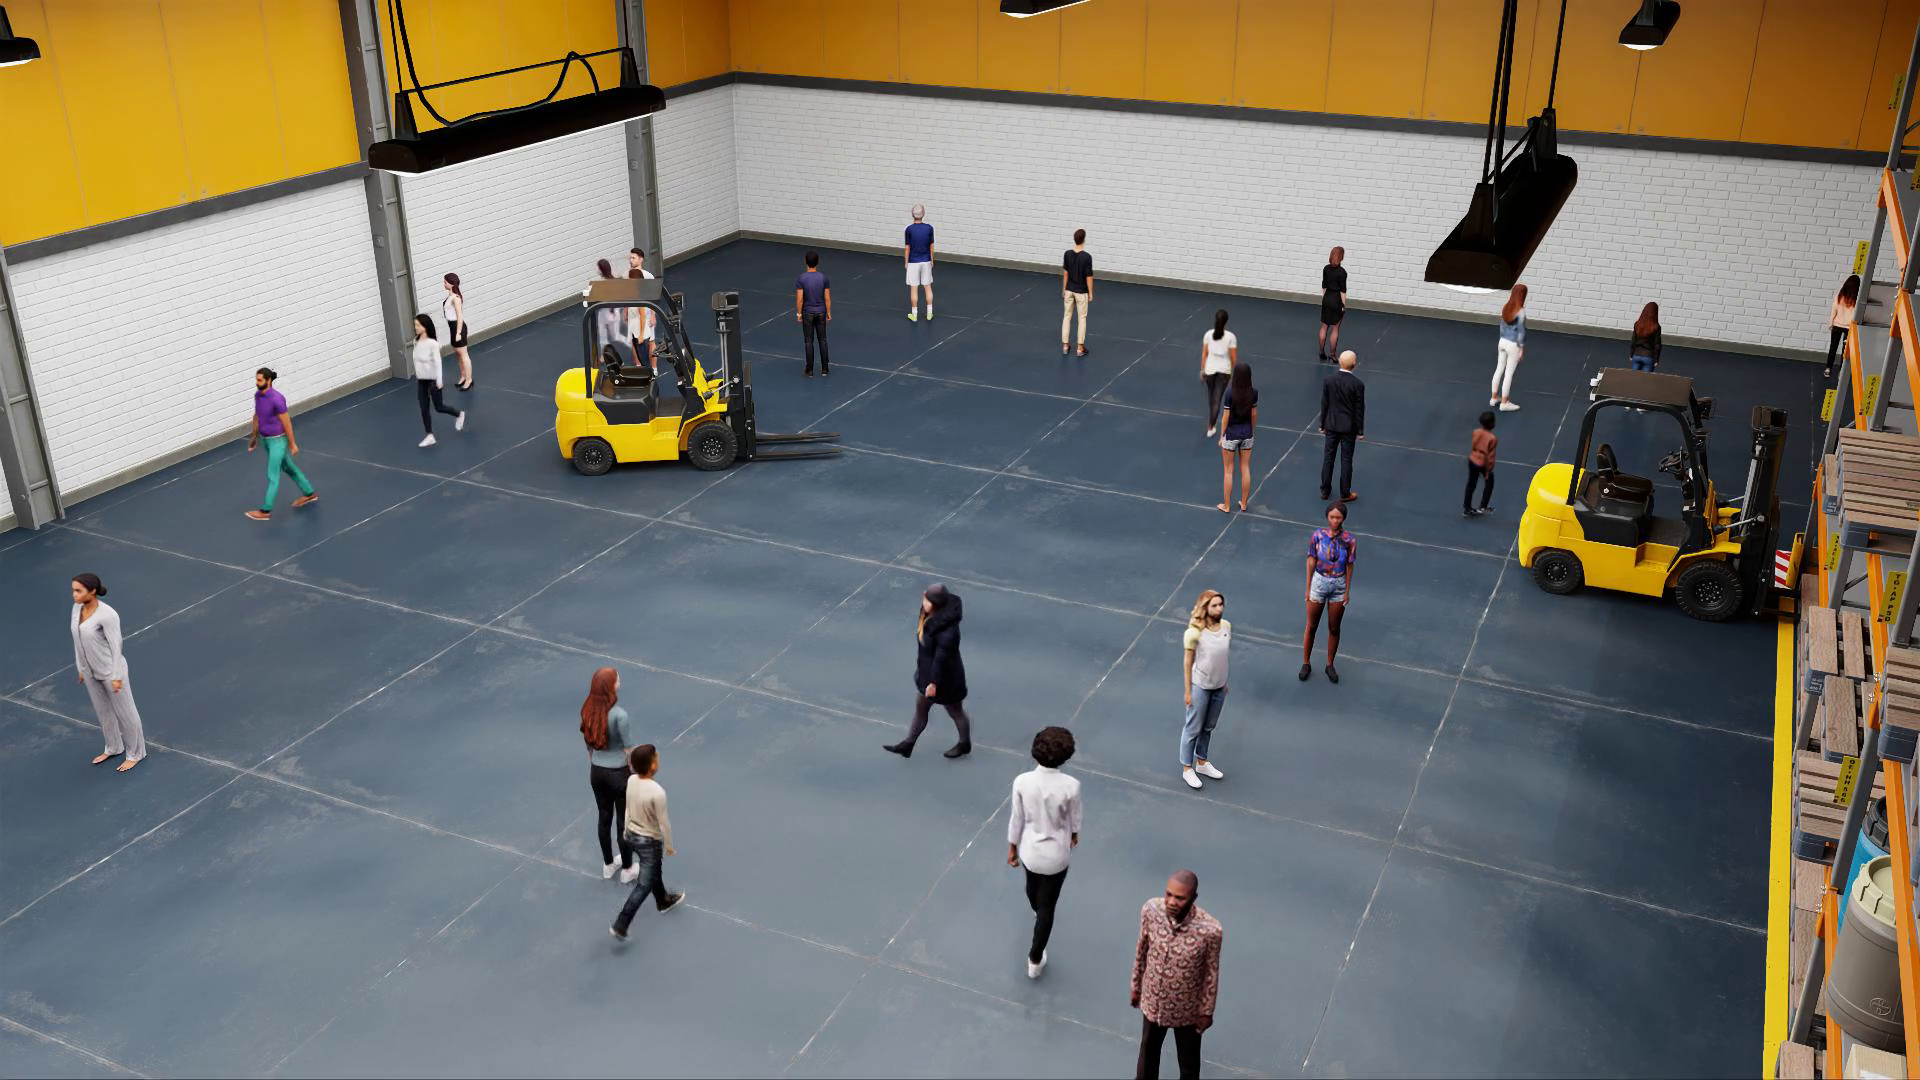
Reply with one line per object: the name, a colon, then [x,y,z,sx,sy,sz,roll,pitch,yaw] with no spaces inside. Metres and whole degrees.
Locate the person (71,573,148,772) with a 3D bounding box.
person: [-7.115,1.064,13.830,0.632,1.737,0.553,9,25,20]

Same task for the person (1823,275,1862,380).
person: [12.497,-3.023,23.496,0.595,1.484,0.555,15,28,31]

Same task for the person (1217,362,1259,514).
person: [3.153,-1.165,18.893,0.666,1.765,0.703,-5,24,-12]

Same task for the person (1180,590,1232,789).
person: [1.997,1.189,13.561,0.652,1.723,0.769,-16,28,-32]

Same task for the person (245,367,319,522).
person: [-7.676,-1.121,18.858,0.841,1.714,1.236,18,30,36]

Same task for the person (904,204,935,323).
person: [-0.639,-4.365,26.123,0.713,1.838,0.758,-6,24,-14]

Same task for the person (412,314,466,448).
person: [-6.630,-2.038,20.997,0.666,1.681,0.955,14,27,28]

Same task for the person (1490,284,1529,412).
person: [7.345,-2.587,22.228,0.737,1.700,0.674,-8,25,-18]

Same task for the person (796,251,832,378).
person: [-2.067,-3.200,23.516,0.707,1.792,0.753,-7,25,-16]

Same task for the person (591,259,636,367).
person: [-4.976,-3.244,23.868,1.019,1.591,0.869,-13,27,-27]

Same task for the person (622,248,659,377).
person: [-4.496,-3.201,23.440,0.675,1.855,0.532,11,26,23]

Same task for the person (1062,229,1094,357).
person: [1.717,-3.643,24.453,0.634,1.854,0.547,12,26,26]

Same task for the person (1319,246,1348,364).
person: [5.409,-3.418,24.121,0.651,1.707,0.656,-17,29,-33]

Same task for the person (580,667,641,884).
person: [-2.572,1.731,12.297,0.591,1.742,0.533,12,27,26]

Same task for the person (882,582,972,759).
person: [-0.074,1.112,13.841,1.095,1.641,1.048,-8,25,-17]

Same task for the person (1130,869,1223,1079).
person: [1.279,2.726,9.939,0.685,1.808,0.587,12,26,26]

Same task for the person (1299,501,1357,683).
person: [3.361,0.461,15.203,0.643,1.742,0.612,3,24,7]

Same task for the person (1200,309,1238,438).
person: [3.273,-2.095,21.227,0.635,1.602,1.056,8,25,19]

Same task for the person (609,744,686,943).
person: [-2.261,2.150,11.714,0.767,1.443,1.040,18,29,35]

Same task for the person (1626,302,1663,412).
person: [9.143,-2.463,22.216,0.624,1.484,0.626,-21,31,-39]

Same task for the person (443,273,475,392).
person: [-6.934,-2.881,22.964,0.667,1.649,0.634,-13,27,-27]

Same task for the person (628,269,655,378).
person: [-4.342,-2.816,22.646,0.732,1.784,0.678,-9,25,-20]

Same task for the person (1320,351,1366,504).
person: [4.401,-1.316,19.195,0.714,1.800,0.623,15,28,31]

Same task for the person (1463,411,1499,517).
person: [5.846,-0.846,18.818,0.724,1.242,0.660,-17,29,-33]

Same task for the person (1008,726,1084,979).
person: [0.575,2.158,11.303,0.817,1.757,1.177,5,24,10]
